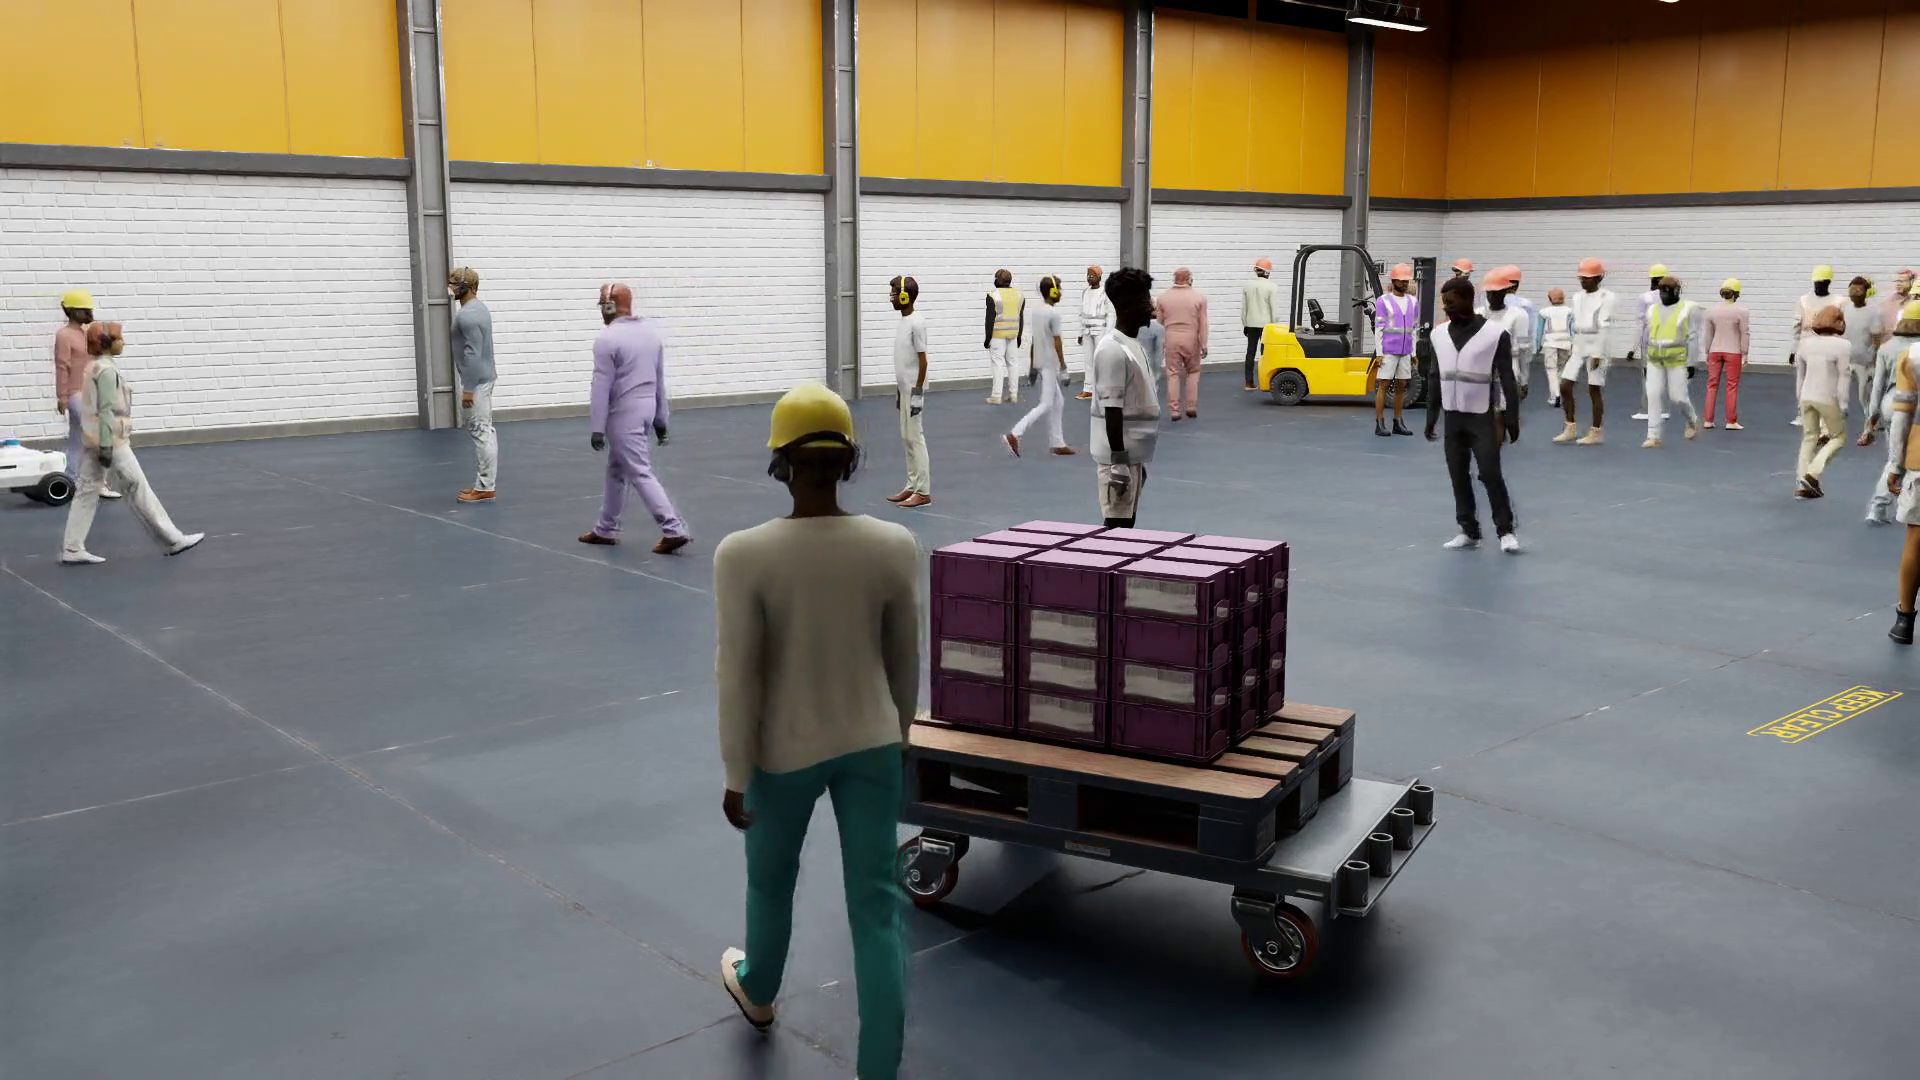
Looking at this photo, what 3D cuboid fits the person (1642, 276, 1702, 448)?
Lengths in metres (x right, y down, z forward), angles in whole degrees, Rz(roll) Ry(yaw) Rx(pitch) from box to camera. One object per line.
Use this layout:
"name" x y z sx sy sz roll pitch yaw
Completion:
"person" 7.556 -1.888 17.641 0.681 1.825 0.638 -8 13 -39

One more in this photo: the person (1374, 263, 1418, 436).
"person" 4.926 -2.135 18.743 0.542 1.938 0.357 -4 10 -20

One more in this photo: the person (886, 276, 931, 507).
"person" -0.412 -1.194 13.449 0.315 1.864 0.526 -3 10 -16

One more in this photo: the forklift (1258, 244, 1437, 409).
"forklift" 5.256 -2.933 22.661 2.313 2.155 1.214 3 10 16

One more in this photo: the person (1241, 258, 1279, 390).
"person" 4.535 -3.245 25.070 0.614 1.993 0.395 9 13 42

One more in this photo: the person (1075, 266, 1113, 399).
"person" 1.885 -2.901 23.385 0.584 1.882 0.347 10 14 44

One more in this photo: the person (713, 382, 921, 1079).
"person" -0.352 0.484 4.048 0.545 1.720 0.902 -4 10 -22

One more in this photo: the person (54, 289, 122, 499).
"person" -7.222 -1.199 13.810 0.676 1.742 0.546 -1 10 -5

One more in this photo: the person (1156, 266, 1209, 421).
"person" 2.758 -2.429 20.585 0.673 1.887 0.656 3 10 16

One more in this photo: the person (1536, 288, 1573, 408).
"person" 8.013 -2.577 22.299 0.537 1.602 0.765 0 10 2

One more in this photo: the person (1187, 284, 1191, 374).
"person" 3.614 -3.396 26.857 0.531 1.691 0.321 4 10 22

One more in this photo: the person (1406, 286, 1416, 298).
"person" 6.774 -3.049 25.161 0.504 1.560 0.918 -2 10 -14

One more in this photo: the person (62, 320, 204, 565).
"person" -5.541 -0.642 10.972 0.871 1.589 0.540 -8 12 -38

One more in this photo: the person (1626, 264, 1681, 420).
"person" 8.573 -2.435 20.563 0.637 1.921 0.401 -2 10 -12

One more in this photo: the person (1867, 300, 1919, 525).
"person" 7.178 -0.966 12.610 0.909 1.698 0.502 -6 11 -31

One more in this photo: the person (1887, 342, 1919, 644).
"person" 5.113 -0.405 8.608 0.552 1.938 0.357 6 11 31

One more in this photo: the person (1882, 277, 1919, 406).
"person" 9.518 -1.706 16.566 0.416 1.818 0.625 -5 11 -27

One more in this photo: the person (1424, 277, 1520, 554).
"person" 3.512 -0.850 11.392 0.445 1.877 0.662 -9 13 -42

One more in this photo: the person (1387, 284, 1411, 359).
"person" 7.061 -3.350 26.874 0.532 1.588 0.899 -6 11 -30

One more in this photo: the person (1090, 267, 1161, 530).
"person" 0.882 -0.462 8.859 0.367 1.967 0.607 2 10 14

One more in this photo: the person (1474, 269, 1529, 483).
"person" 4.698 -1.442 14.783 0.574 1.897 0.909 7 12 36

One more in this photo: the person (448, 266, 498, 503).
"person" -4.001 -1.271 13.679 0.379 1.940 0.629 -1 10 -8

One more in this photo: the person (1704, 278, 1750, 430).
"person" 8.949 -2.165 19.416 0.308 1.770 0.522 -8 13 -40

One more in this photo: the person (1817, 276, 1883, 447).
"person" 9.457 -1.872 17.587 0.992 1.804 0.540 -6 11 -32

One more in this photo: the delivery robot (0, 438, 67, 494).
"delivery robot" -7.627 -0.581 13.413 0.477 0.478 0.707 9 13 43

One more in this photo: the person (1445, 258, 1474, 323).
"person" 7.220 -3.072 24.082 0.398 1.990 0.631 -1 10 -7

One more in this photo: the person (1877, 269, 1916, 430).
"person" 10.887 -2.171 19.153 0.466 1.884 0.664 -6 11 -31

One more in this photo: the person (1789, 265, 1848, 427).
"person" 10.180 -2.302 19.765 0.372 1.927 0.594 -7 12 -37

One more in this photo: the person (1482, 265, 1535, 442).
"person" 5.978 -2.037 18.209 0.579 1.919 0.529 4 10 22

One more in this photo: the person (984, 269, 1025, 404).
"person" 0.589 -2.797 22.886 0.633 1.846 0.429 -7 12 -34

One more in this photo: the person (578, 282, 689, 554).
"person" -2.253 -0.833 11.388 0.995 1.857 0.650 4 10 22

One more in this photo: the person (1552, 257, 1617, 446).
"person" 6.623 -1.984 17.669 0.673 2.008 0.600 -5 11 -26

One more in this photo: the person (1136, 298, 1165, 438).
"person" 1.977 -1.850 18.096 0.513 1.589 0.871 4 10 22

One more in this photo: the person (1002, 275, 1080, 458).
"person" 0.823 -1.736 16.711 0.833 1.843 0.522 -3 10 -20

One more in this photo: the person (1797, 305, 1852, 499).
"person" 7.161 -1.134 13.800 0.347 1.616 0.522 -4 11 -23
